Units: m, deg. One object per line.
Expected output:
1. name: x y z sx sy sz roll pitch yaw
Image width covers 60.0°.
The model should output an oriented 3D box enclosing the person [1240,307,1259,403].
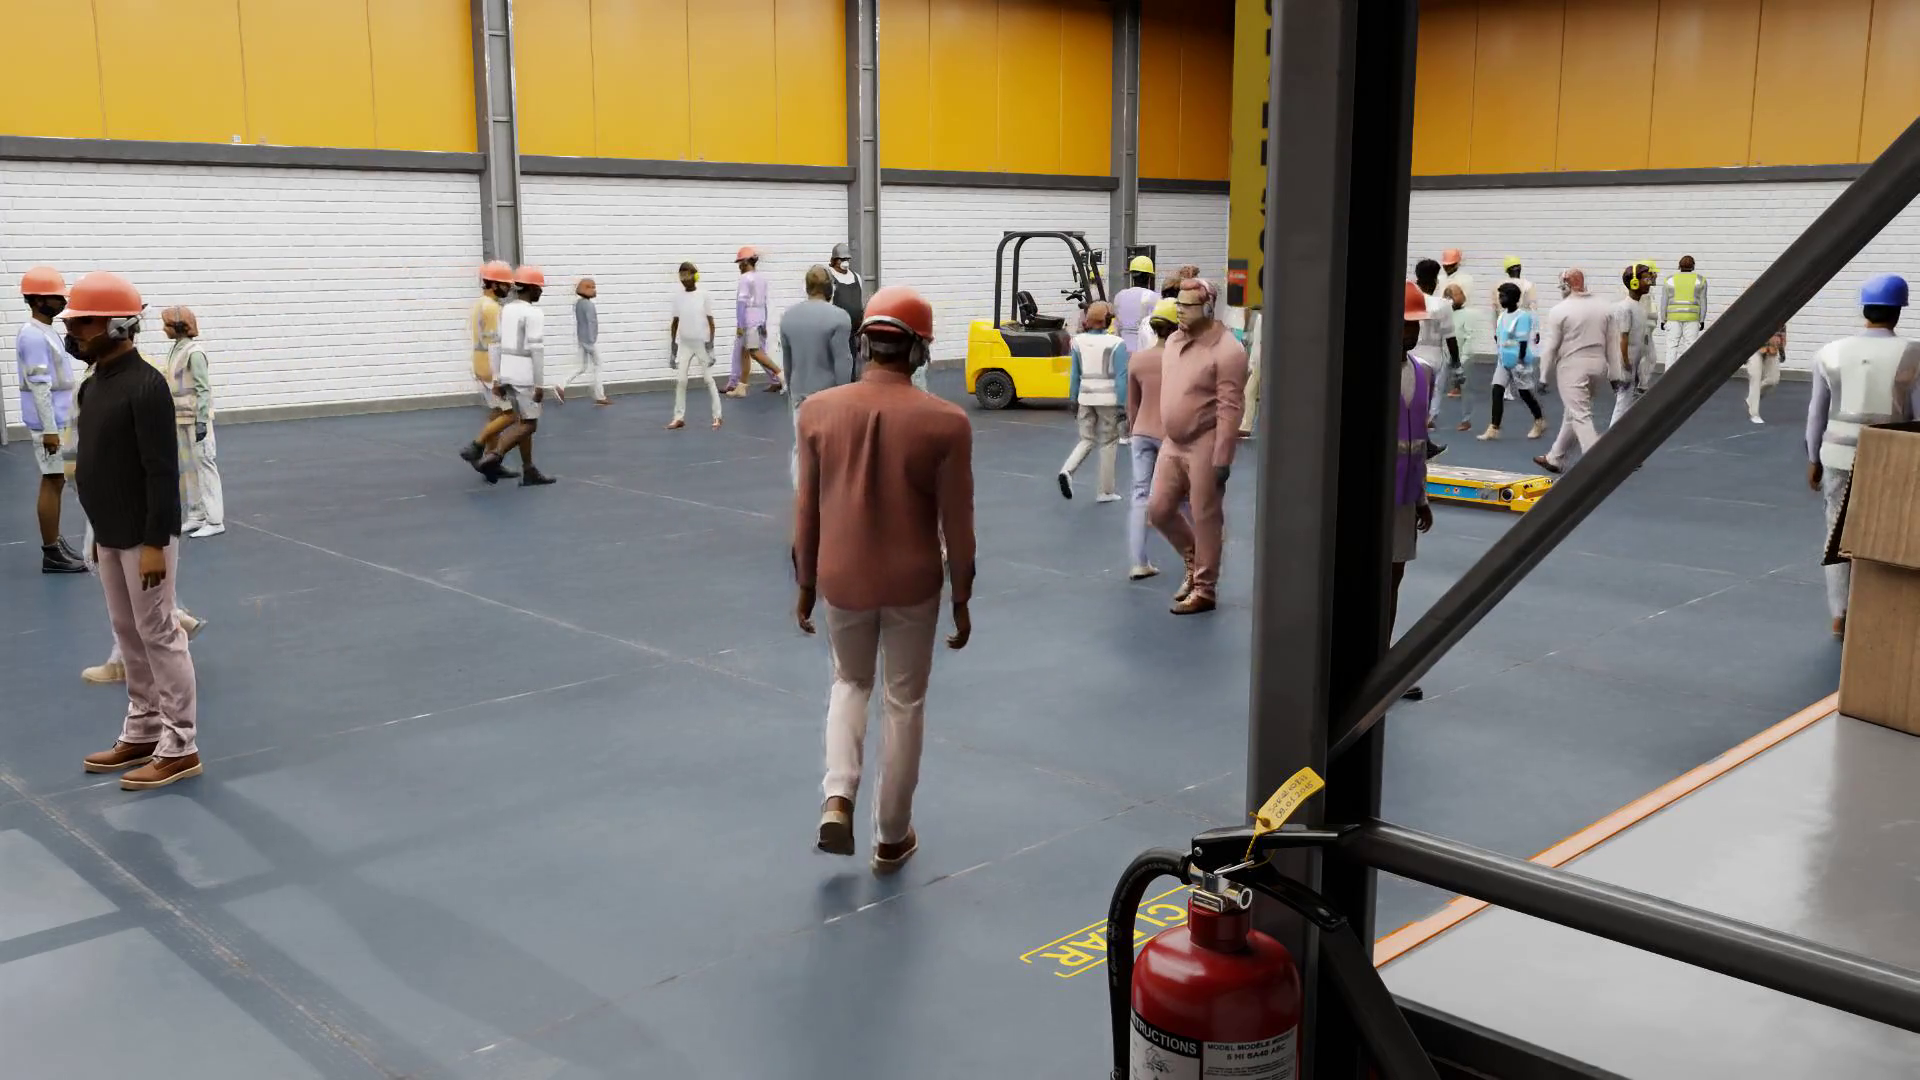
1. person: 3.710 -2.649 21.114 0.403 1.846 0.534 10 14 43

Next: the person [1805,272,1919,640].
1. person: 4.764 -0.421 8.717 0.634 1.936 0.439 10 14 42

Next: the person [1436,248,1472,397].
1. person: 6.394 -2.845 21.901 0.853 1.948 0.611 -7 12 -33

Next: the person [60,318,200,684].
1. person: -4.013 -0.219 7.912 0.446 1.829 0.651 -3 11 -16

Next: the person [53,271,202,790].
1. person: -3.230 -0.036 6.466 0.612 1.995 0.382 9 14 41

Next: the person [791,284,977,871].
1. person: -0.244 0.143 5.544 0.634 1.971 0.498 2 11 13

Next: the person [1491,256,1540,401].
1. person: 7.235 -2.741 21.601 0.674 1.855 0.915 6 12 31

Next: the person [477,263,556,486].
1. person: -3.745 -1.360 13.949 0.590 1.907 0.719 10 14 43

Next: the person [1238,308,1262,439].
1. person: 3.044 -1.805 17.155 0.705 1.604 0.519 2 11 9

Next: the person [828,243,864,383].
1. person: -1.473 -2.738 21.076 0.689 2.000 0.539 -8 13 -38

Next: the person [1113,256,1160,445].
1. person: 1.812 -1.901 16.819 0.365 1.927 0.587 -10 15 -44

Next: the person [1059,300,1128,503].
1. person: 1.065 -1.076 13.153 0.519 1.625 0.568 9 13 39

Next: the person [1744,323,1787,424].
1. person: 9.141 -2.147 18.994 0.529 1.623 0.468 -1 10 -5

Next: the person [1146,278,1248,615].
1. person: 1.310 -0.517 9.360 0.418 1.892 0.677 -6 12 -31

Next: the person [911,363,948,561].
1. person: -0.344 -0.672 10.757 0.921 1.692 0.499 -2 11 -11

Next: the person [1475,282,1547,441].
1. person: 5.819 -1.850 17.317 0.832 1.649 0.537 -3 11 -17

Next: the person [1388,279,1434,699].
1. person: 1.948 -0.212 7.575 0.543 1.939 0.370 -6 12 -29

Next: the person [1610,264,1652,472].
1. person: 6.093 -1.561 15.113 0.326 1.876 0.518 5 12 27

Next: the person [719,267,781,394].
1. person: -2.791 -2.897 22.474 0.855 1.862 0.650 -8 13 -37

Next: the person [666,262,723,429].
1. person: -2.933 -2.134 18.339 0.566 1.858 0.392 2 11 13

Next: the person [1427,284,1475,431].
1. person: 5.317 -1.956 18.023 0.801 1.596 0.516 -9 14 -40

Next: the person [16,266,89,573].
1. person: -5.743 -0.759 10.564 0.361 1.935 0.553 -4 11 -23

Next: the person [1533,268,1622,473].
1. person: 5.394 -1.445 14.575 0.696 1.841 0.999 -4 11 -23

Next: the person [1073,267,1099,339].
1. person: 1.763 -2.716 21.803 0.818 1.728 0.506 2 11 12

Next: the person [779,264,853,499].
1. person: -0.975 -1.074 12.333 0.655 1.914 0.803 6 12 30

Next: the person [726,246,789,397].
1. person: -2.629 -2.851 21.836 0.918 1.999 0.659 4 11 21

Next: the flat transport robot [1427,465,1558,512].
1. flat transport robot: 4.113 -0.433 13.337 0.652 0.197 1.431 -10 14 -44

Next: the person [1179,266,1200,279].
1. person: 2.445 -2.189 18.757 0.933 1.804 0.555 -5 11 -24

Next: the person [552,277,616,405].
1. person: -4.731 -2.475 20.817 0.733 1.609 0.519 -7 12 -33

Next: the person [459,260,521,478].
1. person: -4.057 -1.460 14.449 0.509 1.915 0.619 -4 11 -22

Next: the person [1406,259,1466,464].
1. person: 4.257 -1.587 15.140 1.004 1.911 0.628 -7 13 -35

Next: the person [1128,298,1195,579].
1. person: 1.335 -0.646 10.469 0.547 1.733 0.800 8 13 37

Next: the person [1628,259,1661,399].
1. person: 8.886 -2.724 21.593 0.605 1.815 0.590 7 13 34

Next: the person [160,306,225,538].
1. person: -5.453 -0.835 11.800 0.314 1.636 0.516 -10 14 -43

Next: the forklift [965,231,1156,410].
1. forklift: 1.222 -2.721 20.561 2.313 2.155 1.214 2 11 13

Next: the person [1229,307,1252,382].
1. person: 3.889 -2.820 22.343 0.785 1.734 0.521 -2 11 -9

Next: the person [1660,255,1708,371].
1. person: 10.435 -3.176 24.005 0.622 1.844 0.429 5 11 25

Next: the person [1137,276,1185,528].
1. person: 1.546 -0.983 12.049 0.625 1.844 0.429 4 11 23
